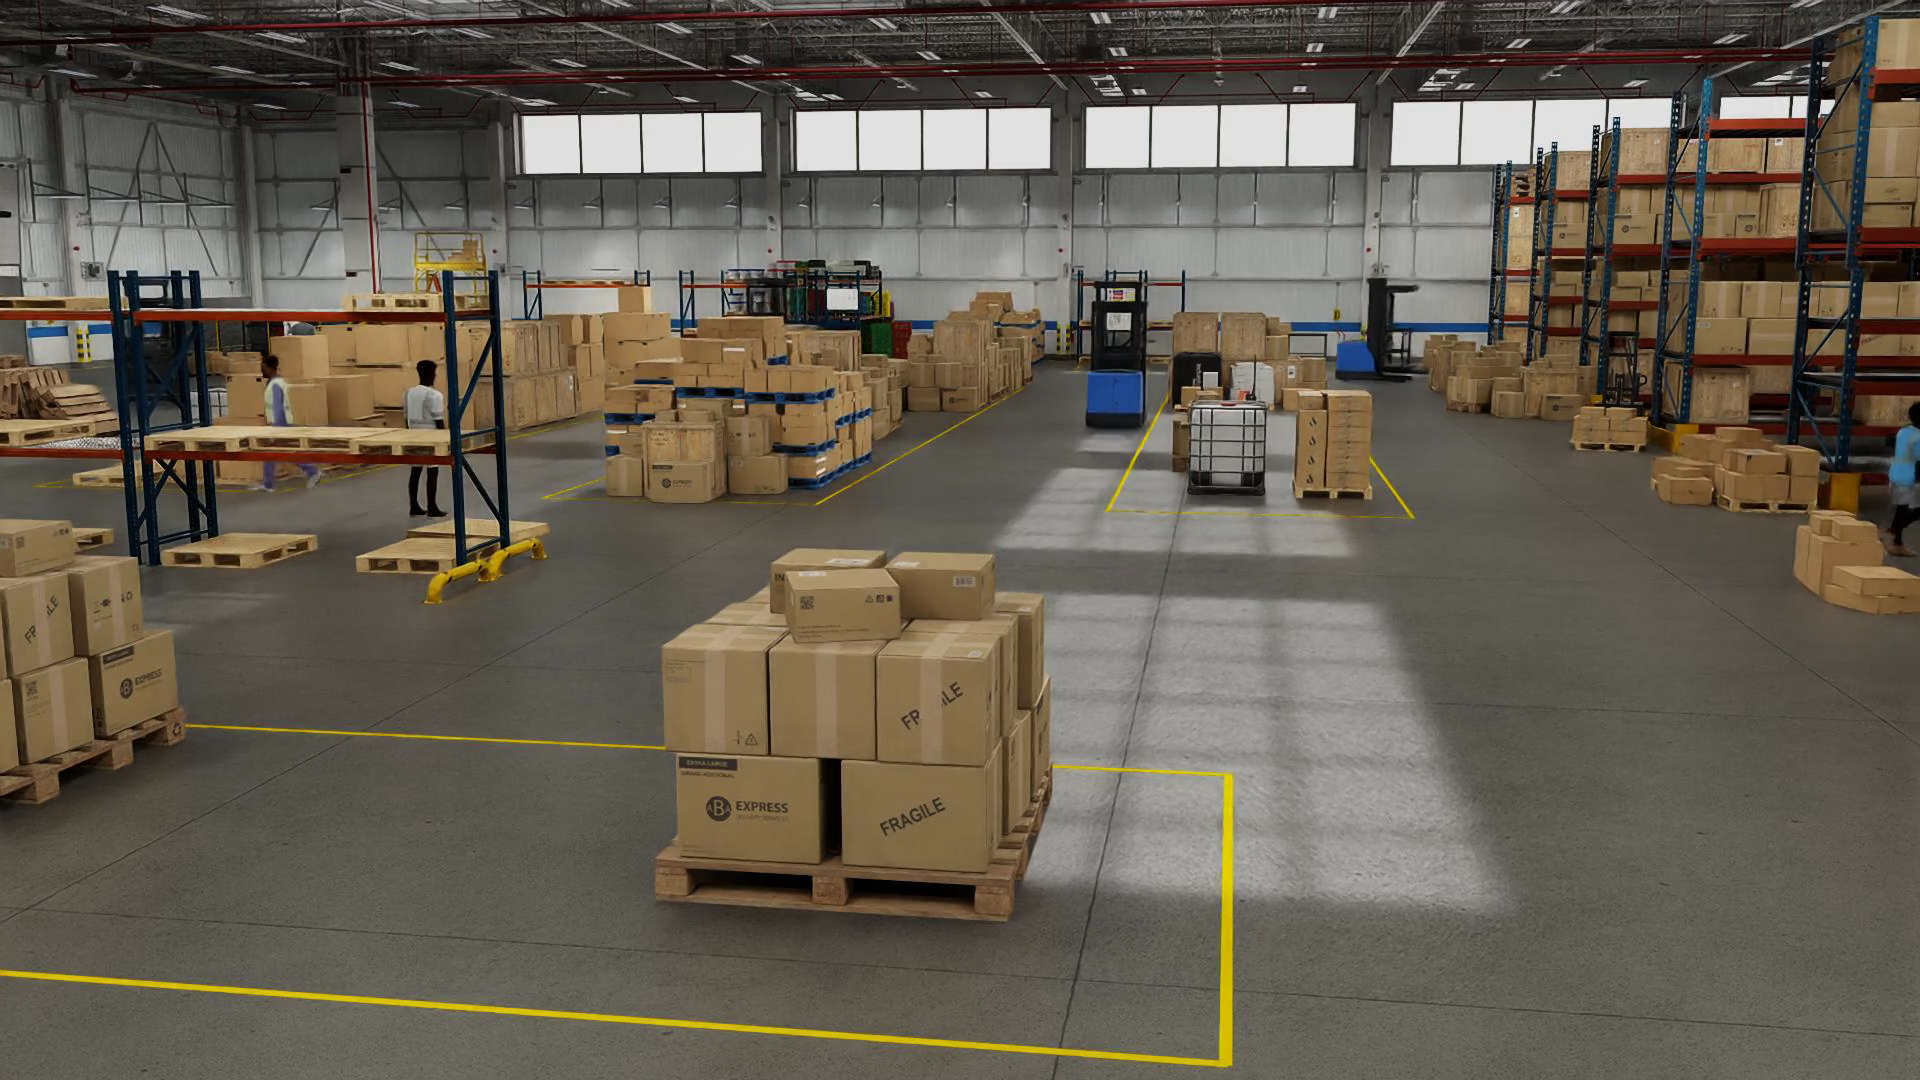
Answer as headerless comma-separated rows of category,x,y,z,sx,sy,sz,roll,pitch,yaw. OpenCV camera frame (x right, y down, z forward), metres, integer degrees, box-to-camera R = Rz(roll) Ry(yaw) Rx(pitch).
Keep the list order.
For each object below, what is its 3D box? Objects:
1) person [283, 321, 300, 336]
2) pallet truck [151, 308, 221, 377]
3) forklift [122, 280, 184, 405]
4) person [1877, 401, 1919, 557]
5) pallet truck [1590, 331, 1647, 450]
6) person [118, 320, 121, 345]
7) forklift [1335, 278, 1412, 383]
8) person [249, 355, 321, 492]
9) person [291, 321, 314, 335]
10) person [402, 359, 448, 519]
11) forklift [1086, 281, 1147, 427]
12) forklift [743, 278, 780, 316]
person,-20.009,-5.989,49.921,0.355,1.883,0.575,8,12,41
pallet truck,-21.869,-5.598,47.154,0.823,1.965,1.885,4,10,26
forklift,-18.314,-4.495,37.635,1.129,2.768,1.873,-3,10,-18
person,9.927,-0.630,17.465,0.412,1.679,0.543,0,9,2
pallet truck,11.253,-2.573,28.499,0.823,1.965,1.885,5,10,27
person,-25.970,-6.092,51.337,0.318,1.629,0.509,-2,9,-11
forklift,11.247,-5.698,45.059,1.873,2.768,1.129,4,10,25
person,-9.323,-1.606,22.879,0.855,1.893,0.595,-5,11,-30
person,-17.212,-5.009,43.704,0.635,1.939,0.366,0,9,2
person,-6.545,-1.233,20.374,0.604,1.955,0.394,5,11,29
forklift,3.066,-3.650,32.425,1.129,2.768,1.873,1,9,9
forklift,-5.268,-5.570,44.268,1.129,2.768,1.873,-5,11,-30
